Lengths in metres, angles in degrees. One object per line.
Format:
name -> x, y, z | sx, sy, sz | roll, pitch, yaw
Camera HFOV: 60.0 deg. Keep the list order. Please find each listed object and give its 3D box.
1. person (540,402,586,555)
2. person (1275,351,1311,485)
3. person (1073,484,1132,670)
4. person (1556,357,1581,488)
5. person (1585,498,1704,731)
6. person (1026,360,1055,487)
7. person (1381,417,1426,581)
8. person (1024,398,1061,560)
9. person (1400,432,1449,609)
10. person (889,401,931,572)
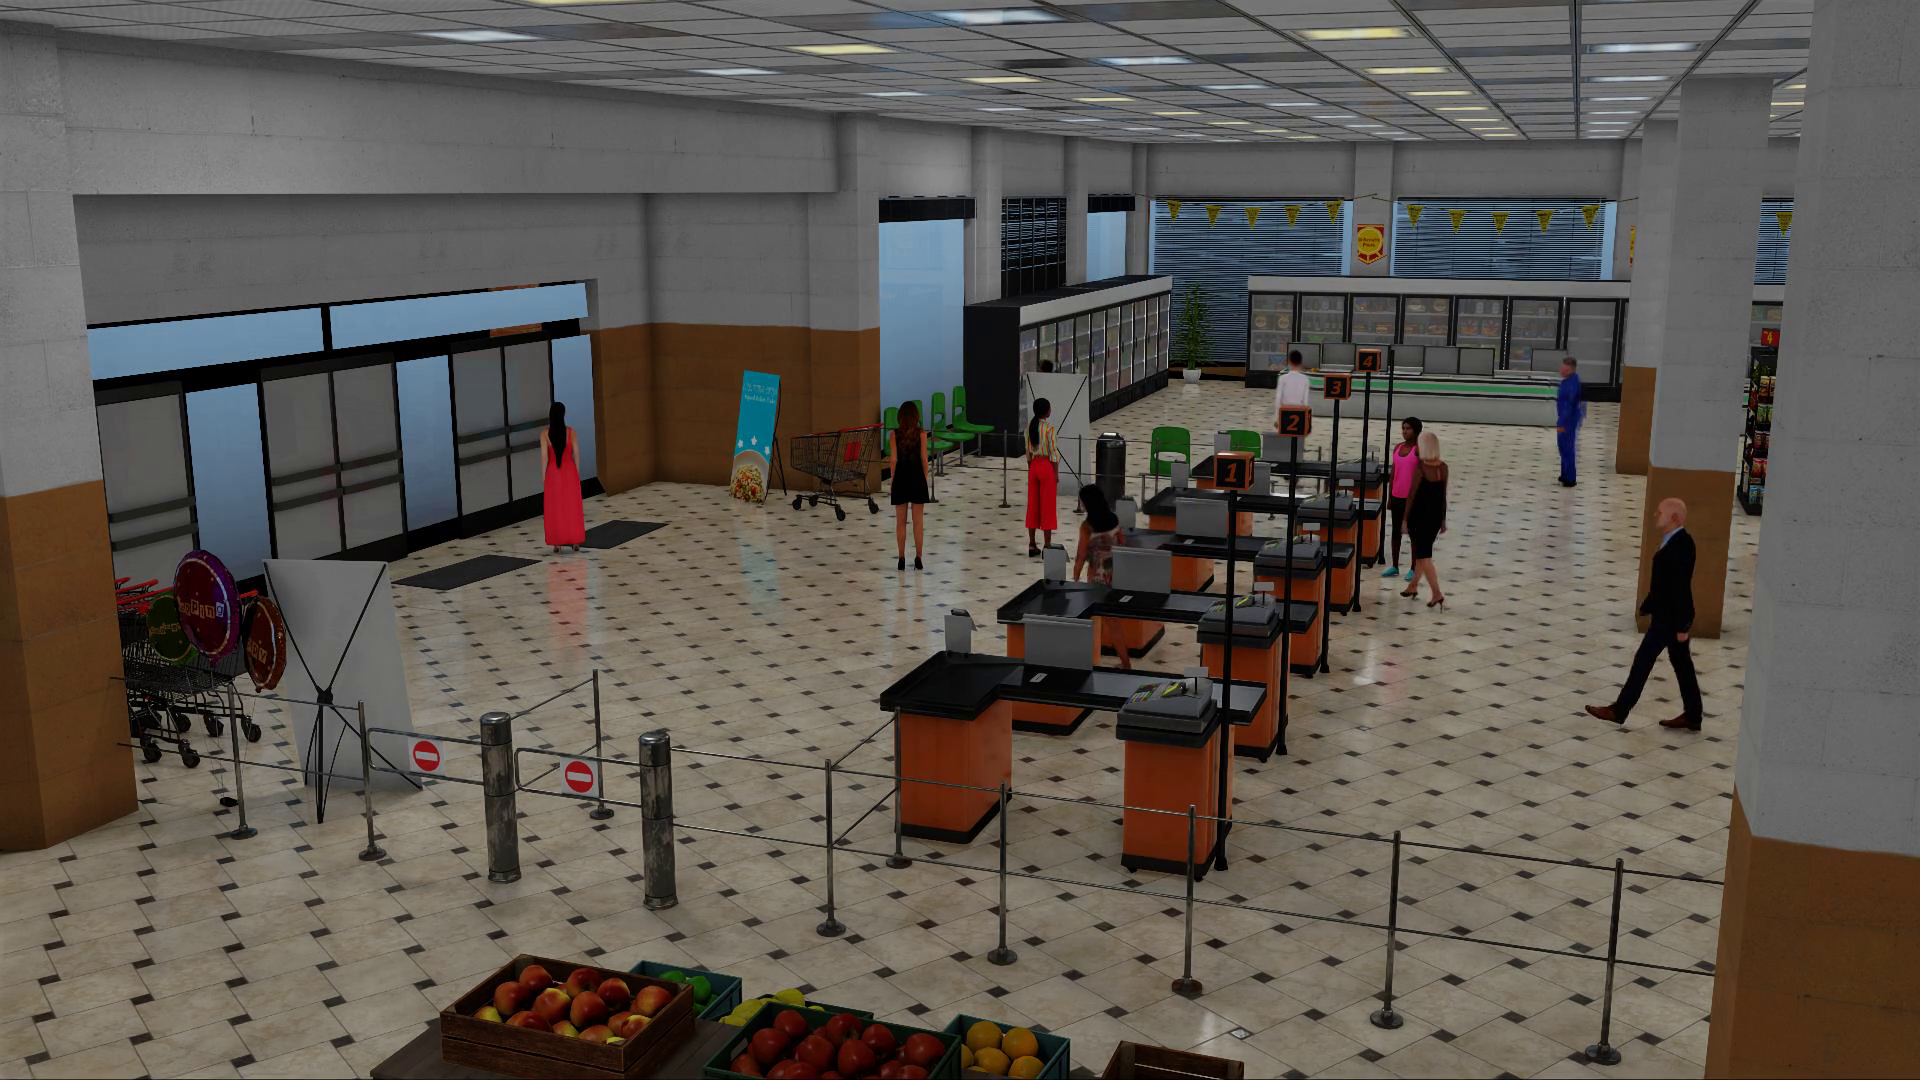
person -> -4.475, -0.701, 18.682 | 0.701, 1.727, 0.774 | -4, 13, -20
person -> 4.607, -1.667, 23.000 | 1.101, 1.839, 0.994 | -1, 12, -6
person -> 1.283, 0.355, 13.983 | 0.828, 1.597, 0.955 | -9, 15, -35
person -> 8.454, -1.654, 23.065 | 0.546, 1.786, 0.828 | 8, 14, 34
person -> 5.422, 0.588, 12.465 | 1.066, 1.768, 0.718 | 6, 13, 25
person -> 1.189, -1.589, 22.927 | 1.050, 1.715, 1.101 | -5, 13, -24
person -> 4.703, -0.445, 17.475 | 0.602, 1.724, 0.695 | 11, 16, 42
person -> 0.910, -0.690, 18.470 | 0.572, 1.793, 0.718 | 9, 15, 37
person -> 4.573, -0.164, 16.153 | 0.944, 1.719, 1.020 | -6, 13, -28
person -> -0.548, -0.578, 17.839 | 0.585, 1.835, 0.709 | -1, 12, -3
